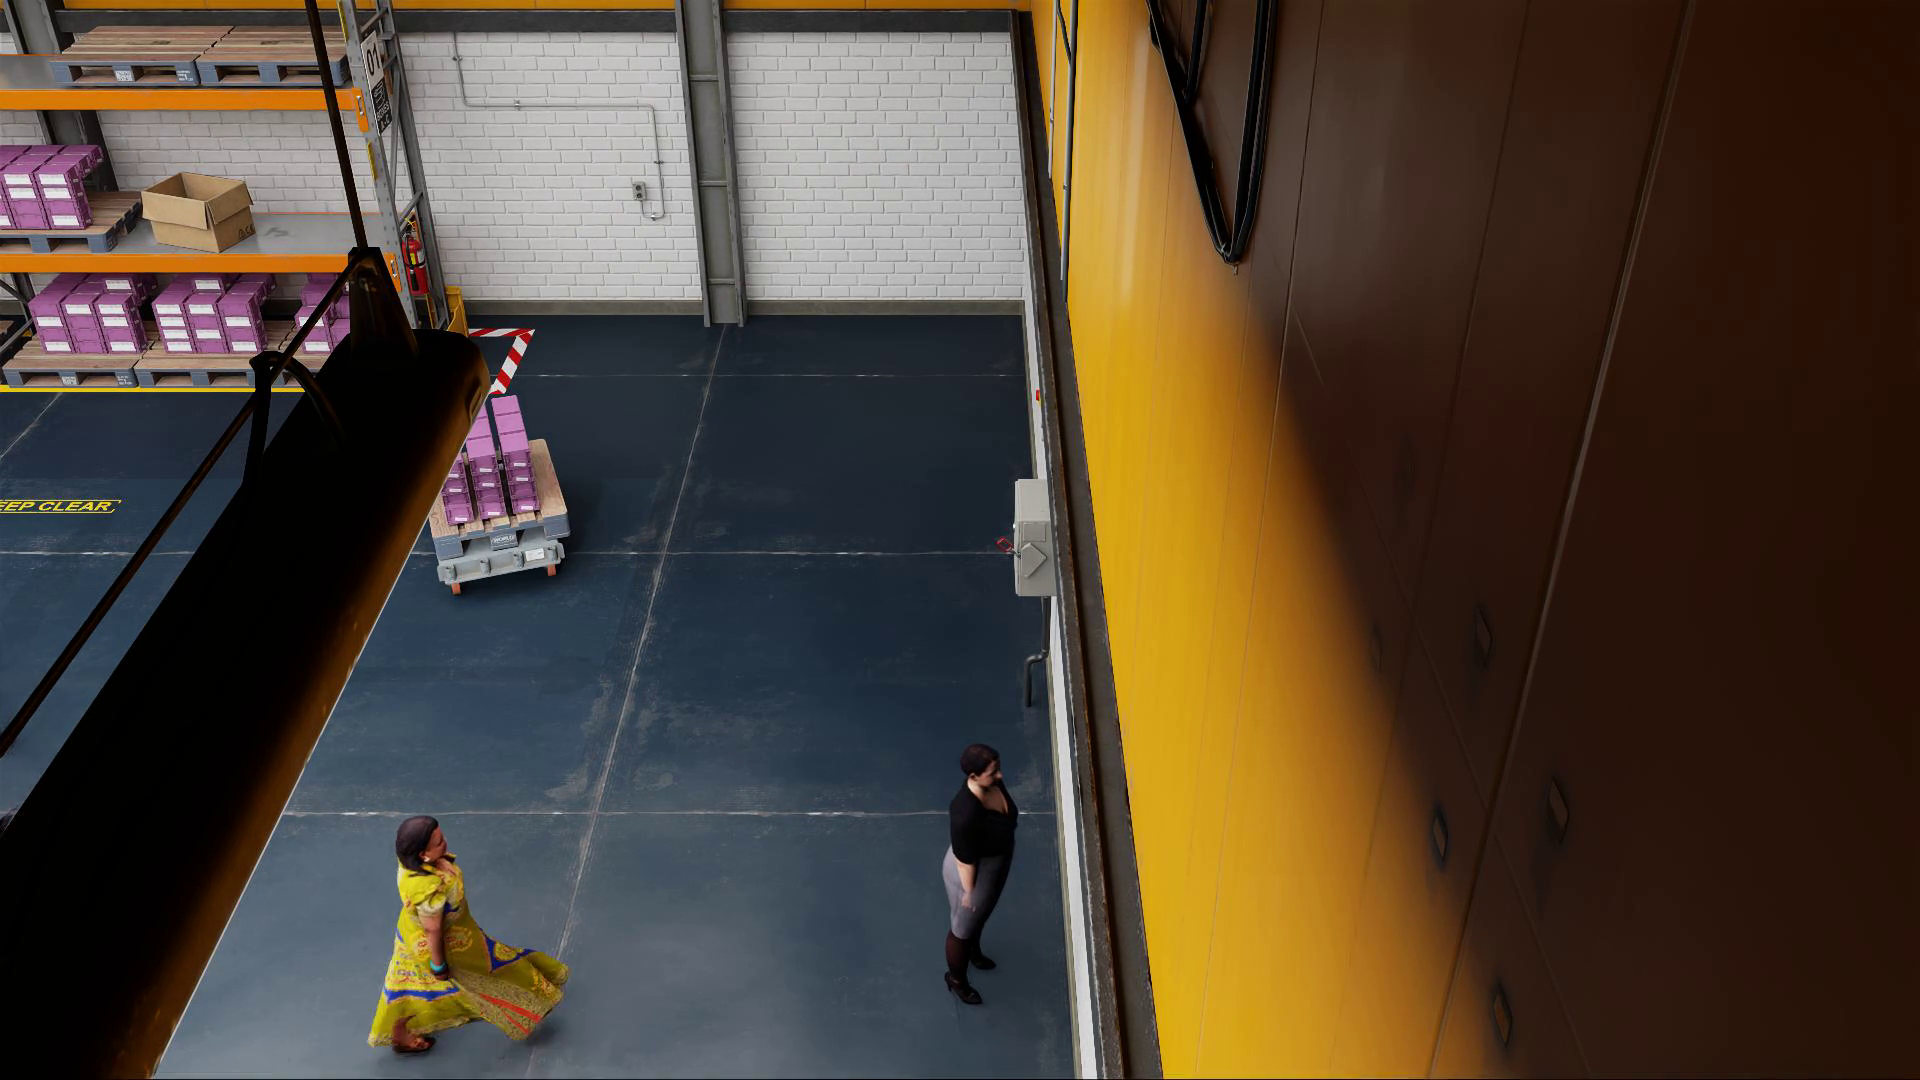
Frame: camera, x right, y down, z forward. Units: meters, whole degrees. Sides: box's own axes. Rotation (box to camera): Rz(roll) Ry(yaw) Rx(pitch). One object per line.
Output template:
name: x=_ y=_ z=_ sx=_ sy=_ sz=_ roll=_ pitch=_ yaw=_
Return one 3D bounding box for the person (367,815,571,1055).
person: x=-2.814 y=2.129 z=8.730 sx=1.425 sy=1.607 sz=1.123 roll=-15 pitch=37 yaw=-22

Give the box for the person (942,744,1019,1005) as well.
person: x=0.080 y=1.794 z=9.096 sx=0.730 sy=1.758 sz=0.748 roll=10 pitch=35 yaw=15
